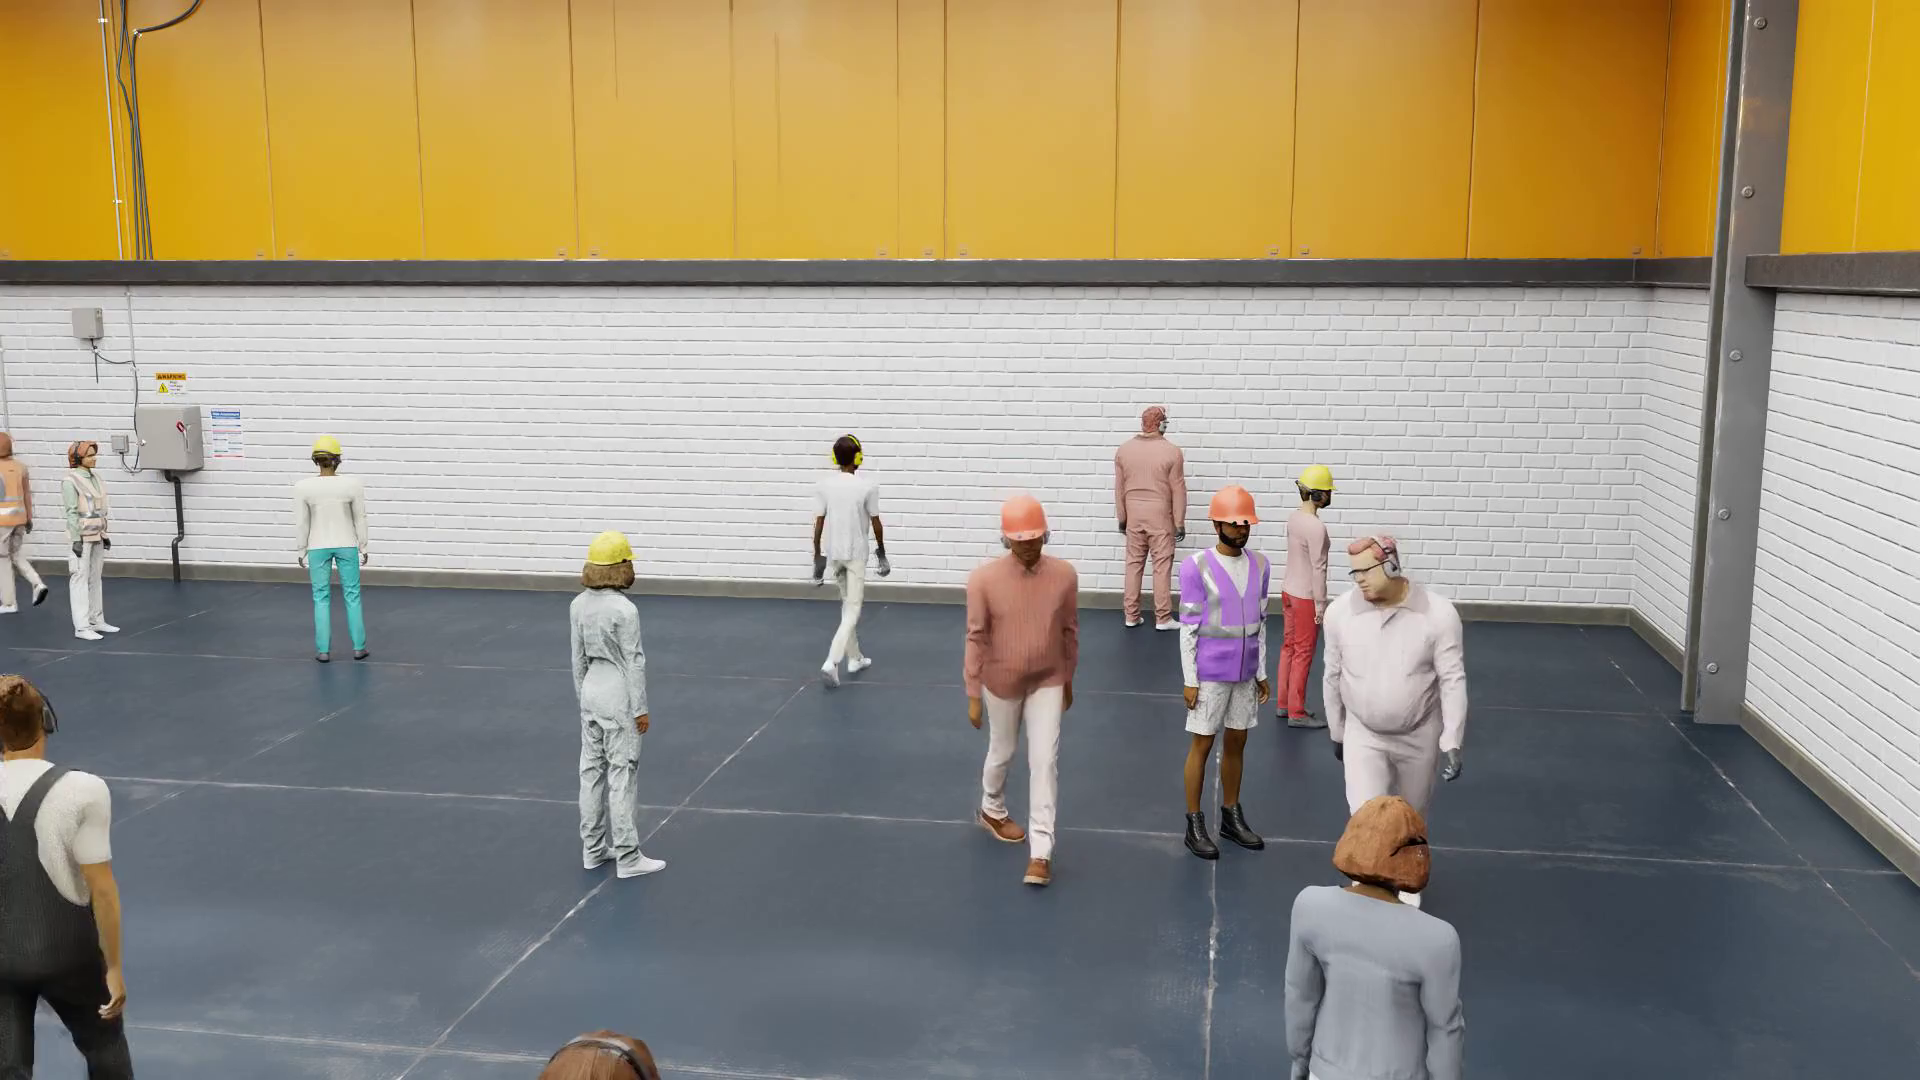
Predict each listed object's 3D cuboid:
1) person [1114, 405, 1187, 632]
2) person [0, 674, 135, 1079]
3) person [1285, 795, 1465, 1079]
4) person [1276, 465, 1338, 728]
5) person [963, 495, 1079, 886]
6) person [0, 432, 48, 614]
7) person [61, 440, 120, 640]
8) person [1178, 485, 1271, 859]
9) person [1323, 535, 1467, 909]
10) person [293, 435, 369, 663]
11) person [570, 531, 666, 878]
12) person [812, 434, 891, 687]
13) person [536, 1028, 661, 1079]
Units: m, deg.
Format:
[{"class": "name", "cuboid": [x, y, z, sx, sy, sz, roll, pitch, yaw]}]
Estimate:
[{"class": "person", "cuboid": [1.628, -0.183, 14.046, 0.652, 1.904, 0.403, 6, 11, 34]}, {"class": "person", "cuboid": [-2.867, 1.300, 5.239, 0.516, 1.789, 0.893, -2, 9, -10]}, {"class": "person", "cuboid": [1.126, 1.493, 4.543, 0.506, 1.631, 0.277, 8, 12, 40]}, {"class": "person", "cuboid": [2.321, 0.373, 11.075, 0.341, 1.757, 0.518, -2, 9, -11]}, {"class": "person", "cuboid": [0.307, 0.708, 8.476, 0.626, 1.945, 0.962, -2, 9, -12]}, {"class": "person", "cuboid": [-8.414, -0.145, 14.675, 0.389, 1.629, 0.519, 2, 9, 10]}, {"class": "person", "cuboid": [-7.207, -0.003, 13.745, 0.311, 1.642, 0.512, 0, 9, -1]}, {"class": "person", "cuboid": [1.391, 0.675, 8.647, 0.544, 1.939, 0.355, -5, 10, -28]}, {"class": "person", "cuboid": [1.981, 0.886, 7.650, 0.655, 1.847, 0.972, 3, 10, 17]}, {"class": "person", "cuboid": [-4.874, 0.069, 12.920, 0.528, 1.765, 0.327, -3, 10, -19]}, {"class": "person", "cuboid": [-1.739, 0.818, 8.366, 0.483, 1.745, 0.301, 7, 12, 38]}, {"class": "person", "cuboid": [-0.846, 0.142, 12.278, 0.506, 1.839, 0.886, 4, 10, 25]}, {"class": "person", "cuboid": [-0.580, 1.685, 2.718, 0.628, 1.844, 0.429, 1, 9, 5]}]
